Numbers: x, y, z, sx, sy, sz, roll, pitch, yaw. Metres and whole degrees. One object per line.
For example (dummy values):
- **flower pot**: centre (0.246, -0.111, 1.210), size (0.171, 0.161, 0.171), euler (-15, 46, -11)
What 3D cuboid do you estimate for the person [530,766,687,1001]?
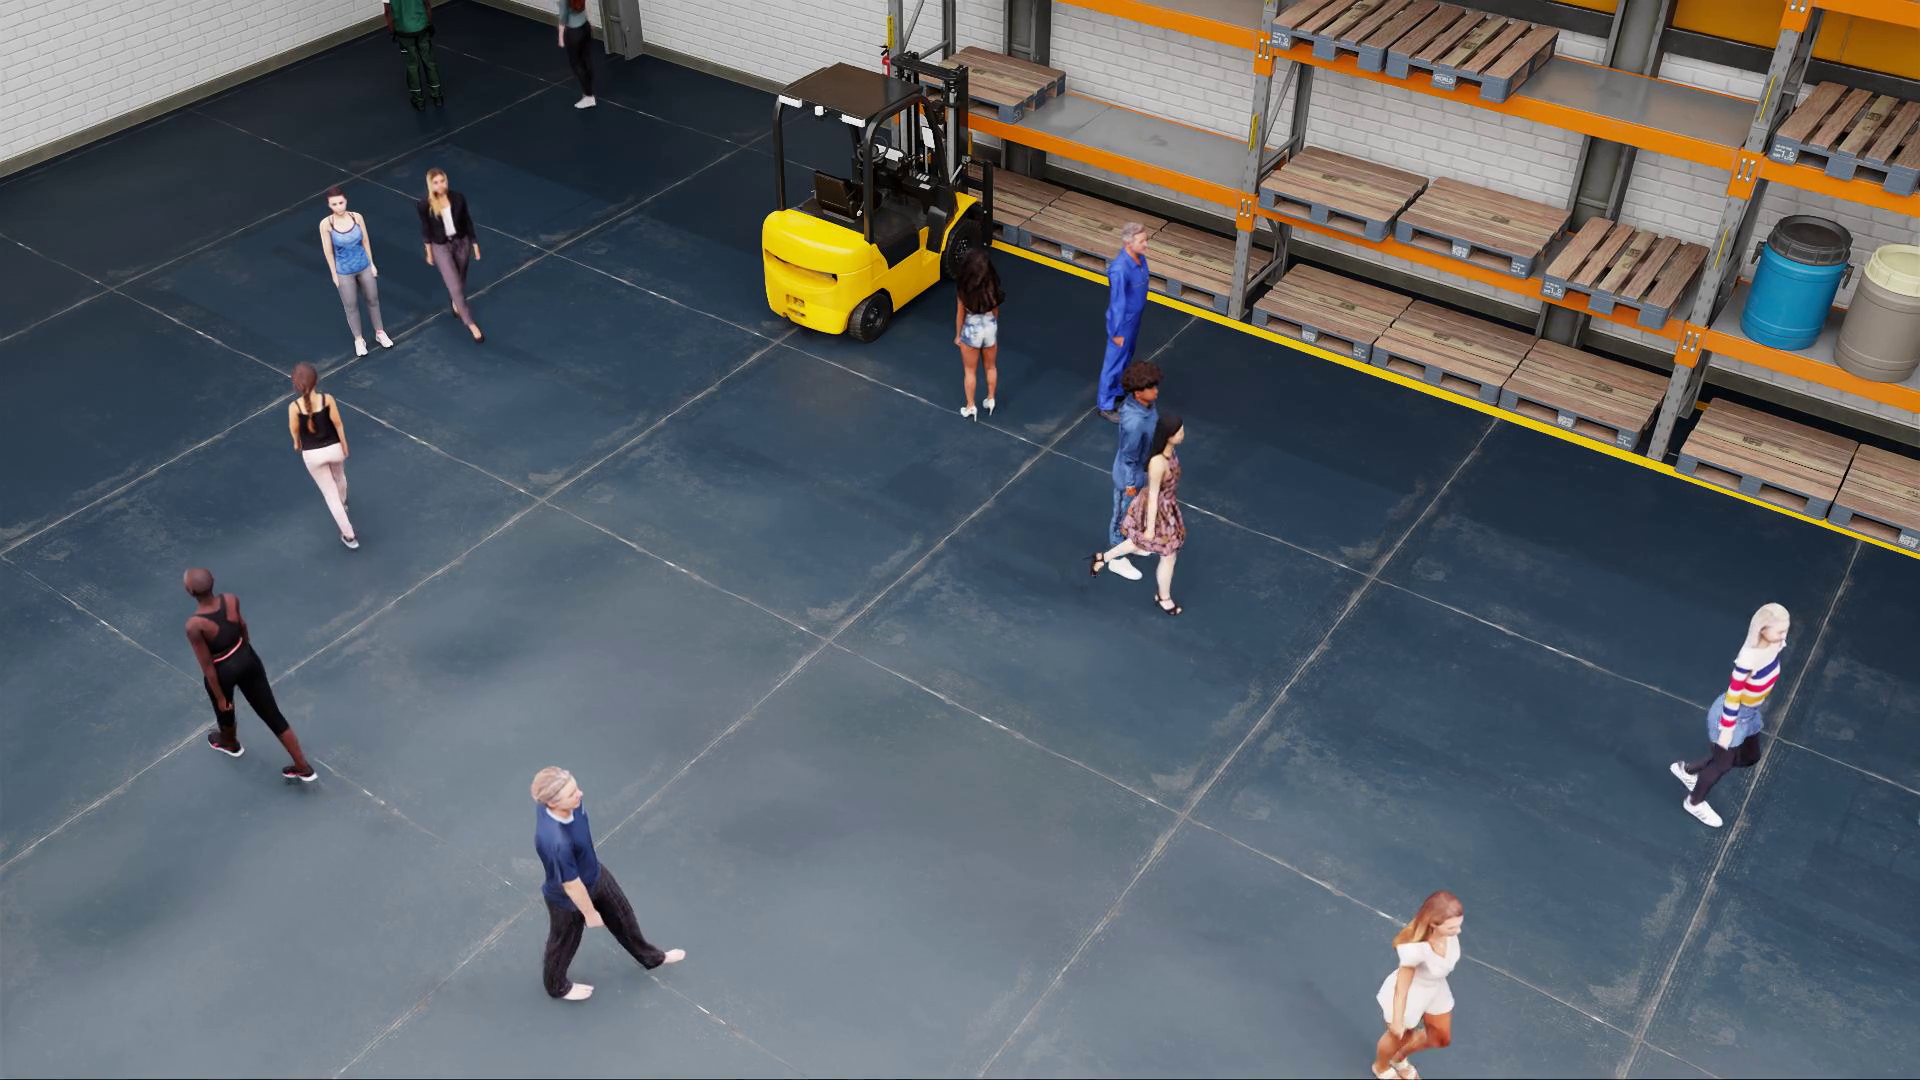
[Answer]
- **person**: centre (-2.252, 1.962, 9.337), size (1.164, 1.836, 1.036), euler (-1, 39, -2)

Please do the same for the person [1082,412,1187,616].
- **person**: centre (1.351, -0.187, 12.096), size (1.097, 1.749, 0.852), euler (11, 40, 13)

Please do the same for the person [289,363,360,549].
- **person**: centre (-4.886, -0.617, 12.821), size (0.735, 1.517, 1.060), euler (-24, 45, -27)

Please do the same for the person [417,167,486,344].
- **person**: centre (-4.695, -2.664, 15.301), size (0.856, 1.620, 1.140), euler (-24, 44, -27)

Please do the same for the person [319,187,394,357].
- **person**: centre (-5.484, -2.444, 15.035), size (0.633, 1.610, 0.646), euler (-24, 44, -27)

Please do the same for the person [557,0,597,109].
- **person**: centre (-4.423, -5.888, 19.267), size (0.631, 1.710, 0.706), euler (27, 46, 29)

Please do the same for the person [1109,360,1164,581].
- **person**: centre (1.306, -0.555, 12.508), size (0.655, 1.811, 0.725), euler (13, 40, 16)

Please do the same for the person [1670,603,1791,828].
- **person**: centre (4.834, 1.057, 10.501), size (0.739, 1.798, 0.771), euler (-29, 47, -31)

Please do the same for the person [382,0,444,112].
- **person**: centre (-6.302, -5.868, 19.137), size (0.780, 1.840, 0.772), euler (-18, 42, -22)

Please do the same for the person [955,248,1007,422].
- **person**: centre (0.157, -1.741, 14.142), size (0.654, 1.625, 0.684), euler (-18, 42, -22)

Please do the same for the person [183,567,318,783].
- **person**: centre (-4.606, 0.912, 10.752), size (1.194, 1.711, 0.674), euler (20, 43, 23)

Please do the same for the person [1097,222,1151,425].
- **person**: centre (1.398, -1.886, 14.161), size (0.602, 1.827, 0.748), euler (17, 42, 20)

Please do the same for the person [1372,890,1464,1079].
- **person**: centre (2.389, 2.381, 8.937), size (0.674, 1.679, 0.684), euler (-26, 45, -28)
